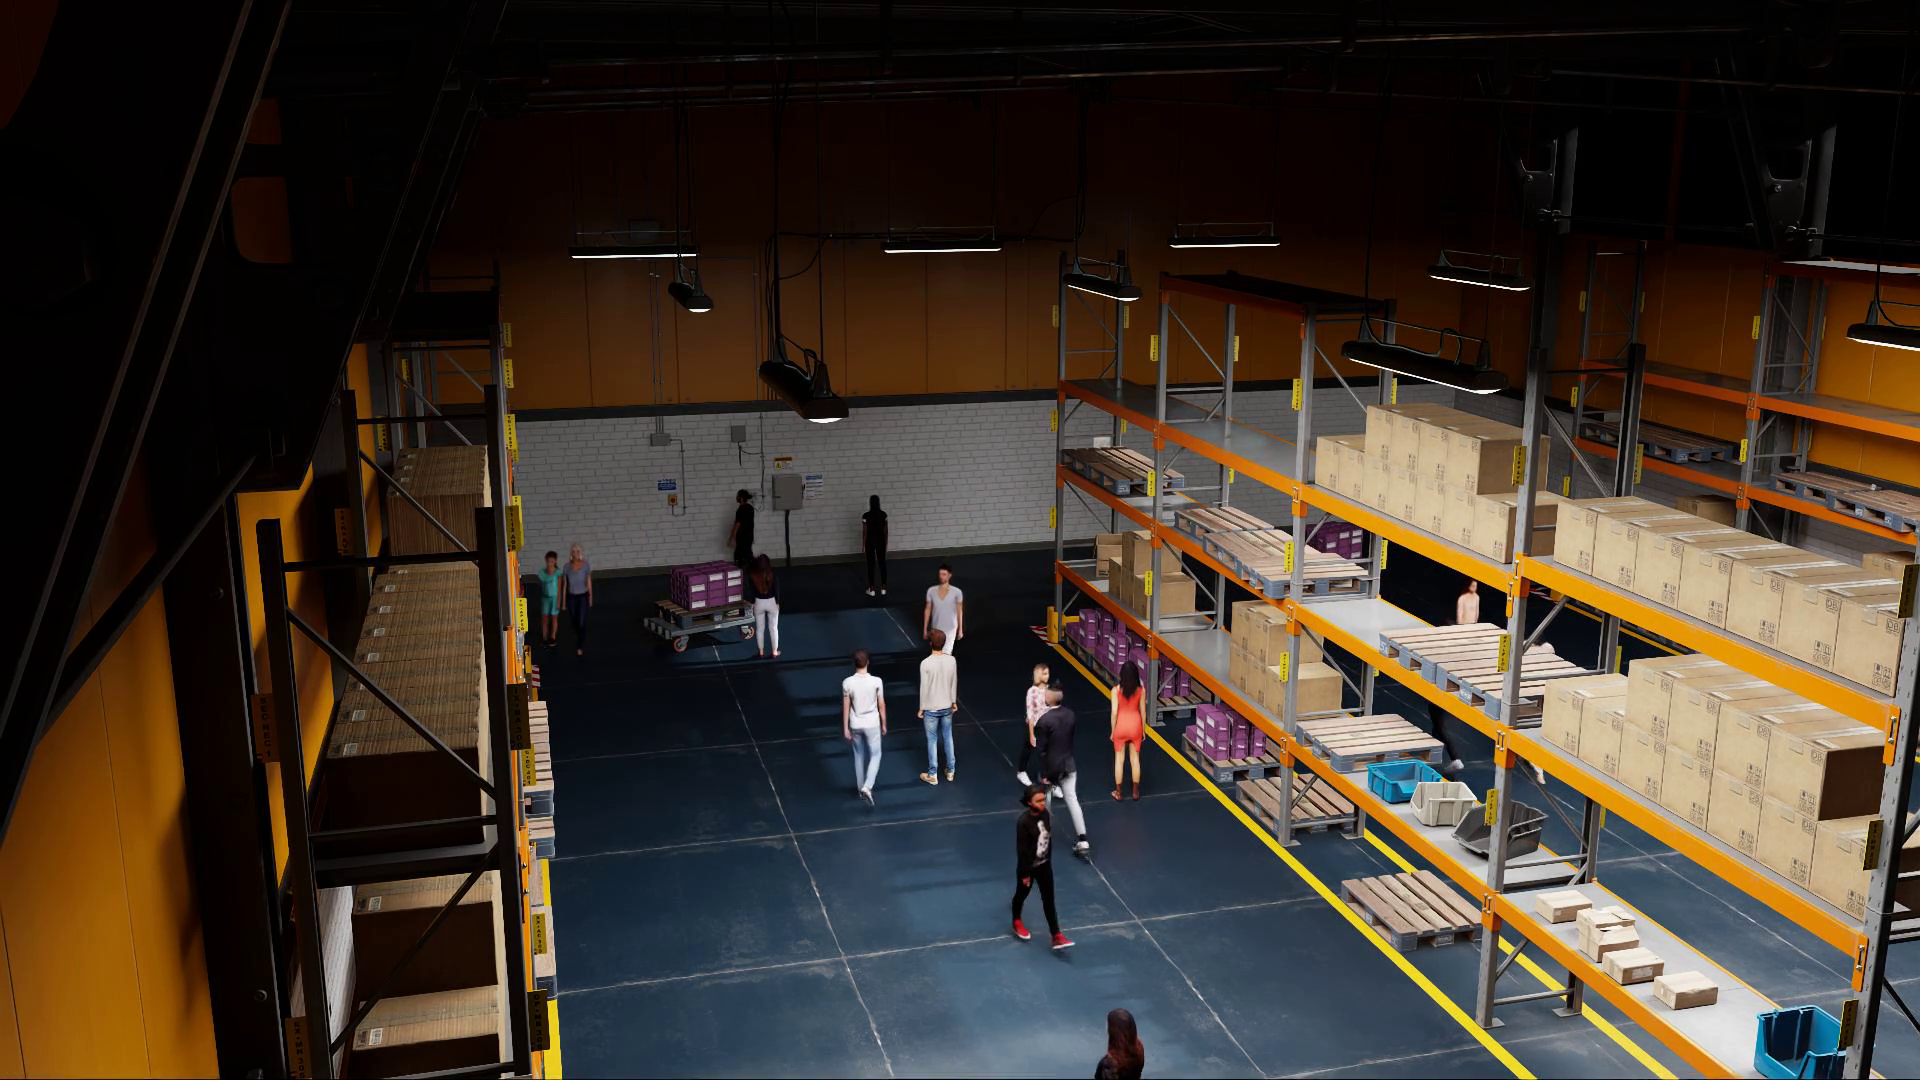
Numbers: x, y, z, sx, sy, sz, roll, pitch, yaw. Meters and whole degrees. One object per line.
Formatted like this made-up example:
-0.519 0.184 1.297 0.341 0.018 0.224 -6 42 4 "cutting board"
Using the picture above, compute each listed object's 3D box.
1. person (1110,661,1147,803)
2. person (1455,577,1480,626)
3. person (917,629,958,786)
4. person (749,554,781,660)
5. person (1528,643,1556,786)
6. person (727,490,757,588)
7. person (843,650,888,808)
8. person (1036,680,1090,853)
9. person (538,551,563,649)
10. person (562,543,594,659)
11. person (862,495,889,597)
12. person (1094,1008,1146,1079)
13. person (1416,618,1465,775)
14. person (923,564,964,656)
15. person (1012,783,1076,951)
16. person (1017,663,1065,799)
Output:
1.971 2.237 19.526 0.609 1.719 0.564 -2 14 -7 "person"
7.311 1.239 24.168 0.623 1.475 0.665 -7 15 -26 "person"
-0.267 2.008 20.085 0.715 1.902 0.630 -7 15 -26 "person"
-2.912 0.987 24.927 0.653 1.607 0.620 0 14 0 "person"
7.092 2.065 20.301 0.852 1.689 1.186 1 14 3 "person"
-3.640 0.020 28.701 0.986 1.710 1.128 2 14 9 "person"
-1.113 2.214 19.385 0.903 1.831 1.124 1 14 6 "person"
1.136 2.484 18.095 0.932 1.913 1.354 -7 15 -27 "person"
-6.267 0.898 25.450 0.657 1.534 0.728 3 14 11 "person"
-5.775 0.885 25.189 0.809 1.683 1.175 0 14 1 "person"
-1.442 0.077 28.400 0.615 1.741 0.568 -4 14 -18 "person"
1.212 4.139 11.875 0.863 1.623 0.792 12 18 41 "person"
5.963 1.937 20.395 0.817 1.893 1.241 -6 15 -25 "person"
-0.195 1.236 23.467 1.138 1.811 1.344 4 14 17 "person"
0.652 3.125 16.038 0.894 1.635 1.154 -10 17 -36 "person"
0.895 2.242 19.794 0.775 1.584 1.176 -8 16 -28 "person"
